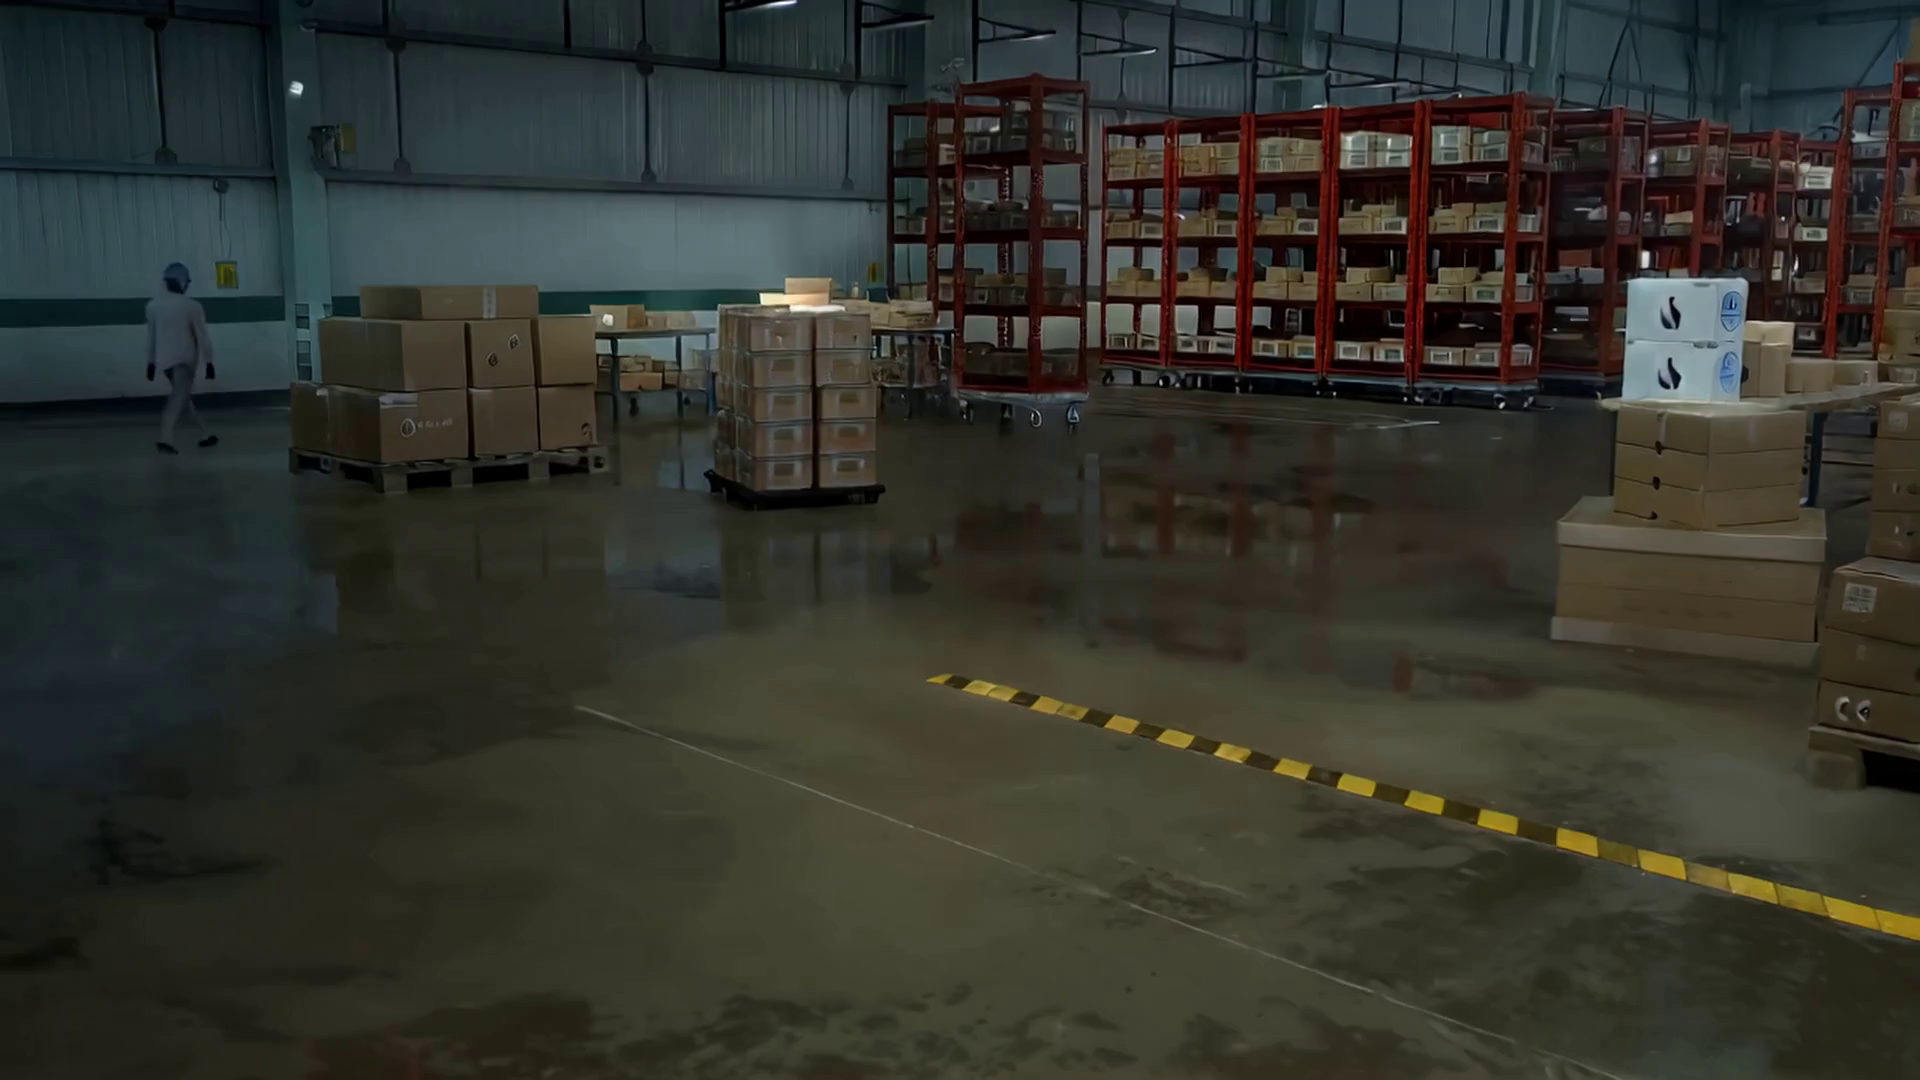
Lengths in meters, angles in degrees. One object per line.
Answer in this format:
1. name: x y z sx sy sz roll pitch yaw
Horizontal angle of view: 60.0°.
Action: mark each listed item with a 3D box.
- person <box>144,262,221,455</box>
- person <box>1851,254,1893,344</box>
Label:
1. person: -6.989 -1.625 14.914 0.580 1.708 0.921 3 10 16
2. person: 14.523 -3.624 26.510 0.389 1.846 0.567 -6 11 -33
